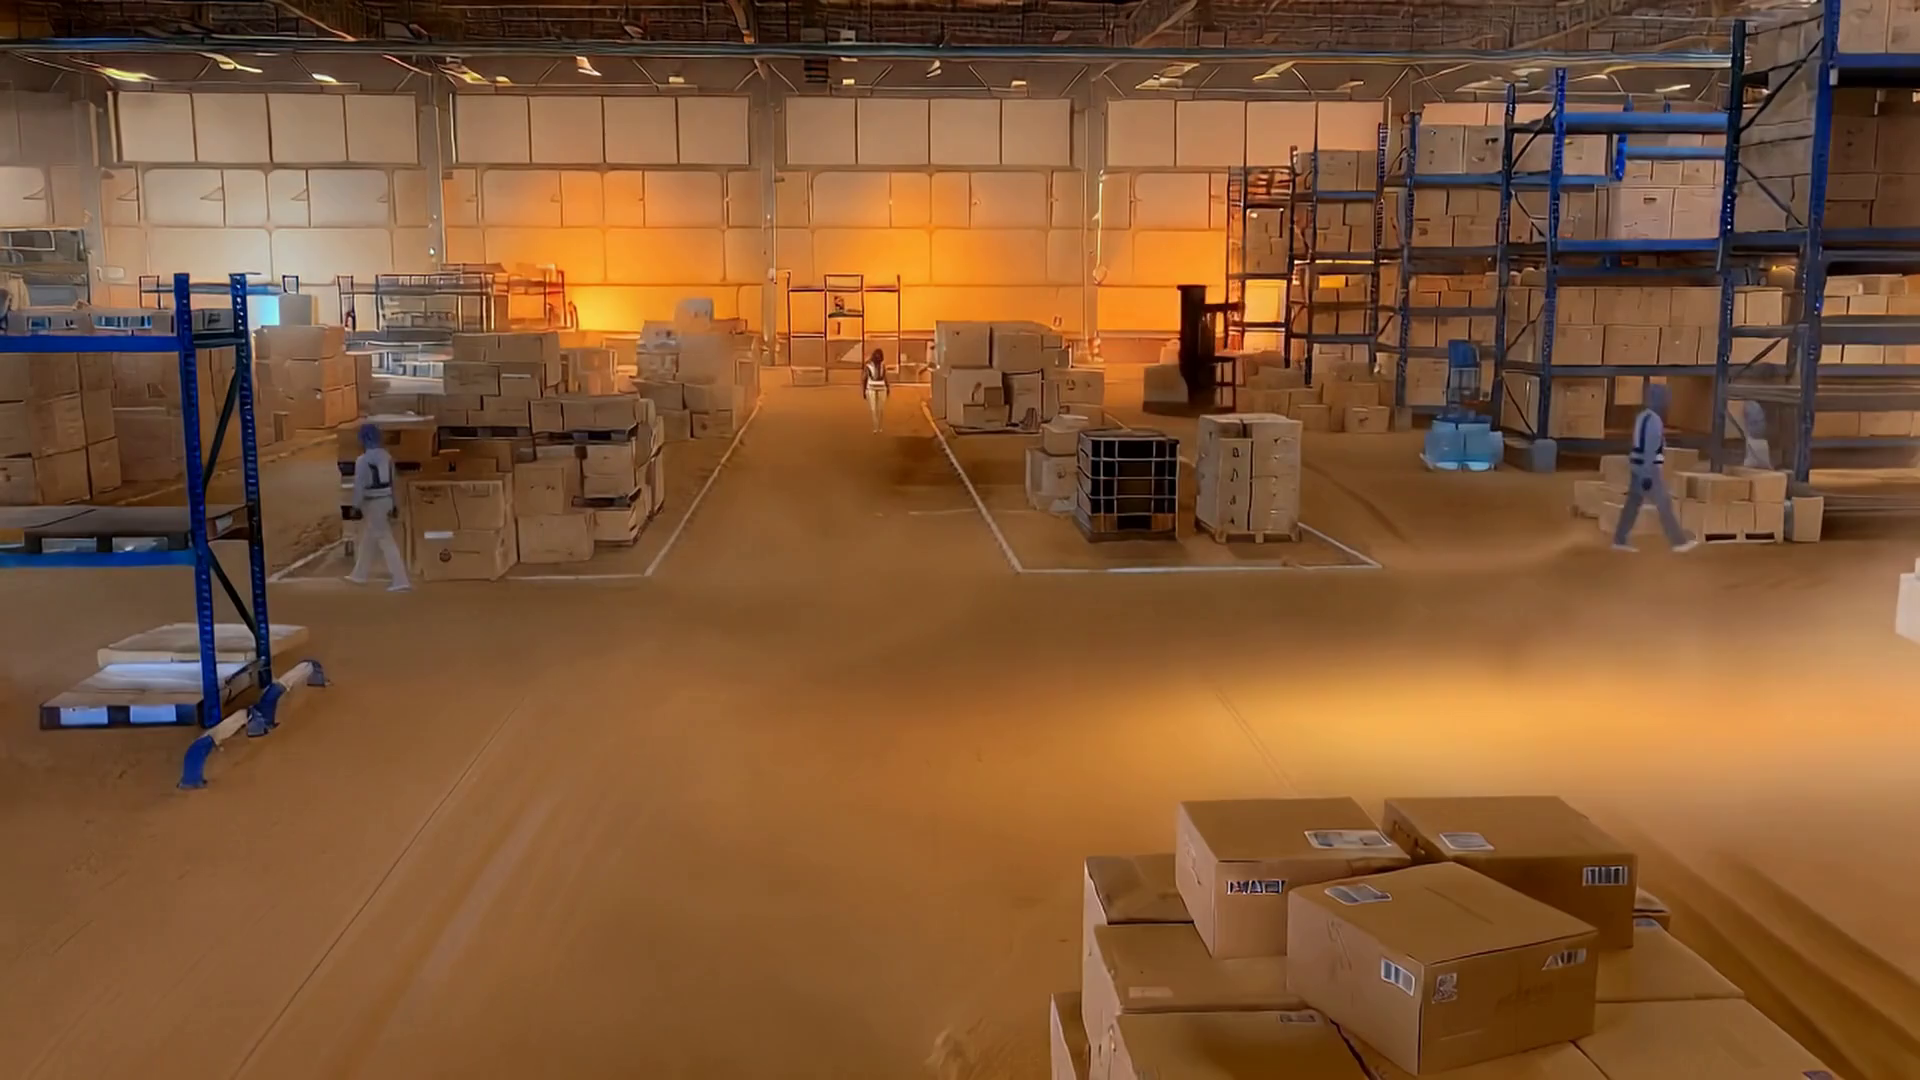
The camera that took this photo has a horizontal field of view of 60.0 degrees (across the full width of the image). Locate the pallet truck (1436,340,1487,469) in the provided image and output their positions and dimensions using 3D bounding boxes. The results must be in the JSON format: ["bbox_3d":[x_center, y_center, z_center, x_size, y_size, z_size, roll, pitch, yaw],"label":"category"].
[{"bbox_3d":[8.004,-2.170,26.422,0.823,1.965,1.885,2,9,14],"label":"pallet truck"}]

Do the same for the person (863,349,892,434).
[{"bbox_3d":[-1.556,-2.811,31.635,0.542,1.617,0.602,-3,9,-16],"label":"person"}]

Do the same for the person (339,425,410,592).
[{"bbox_3d":[-5.650,-0.301,15.916,0.844,1.594,0.528,2,9,12],"label":"person"}]

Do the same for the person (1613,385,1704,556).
[{"bbox_3d":[7.527,-0.733,17.873,0.943,1.839,0.611,1,9,8],"label":"person"}]

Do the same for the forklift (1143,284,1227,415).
[{"bbox_3d":[4.974,-4.089,35.706,1.873,2.768,1.129,4,10,24],"label":"forklift"}]

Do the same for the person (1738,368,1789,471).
[{"bbox_3d":[10.644,-1.359,21.970,0.960,1.792,0.646,0,9,-3],"label":"person"}]
